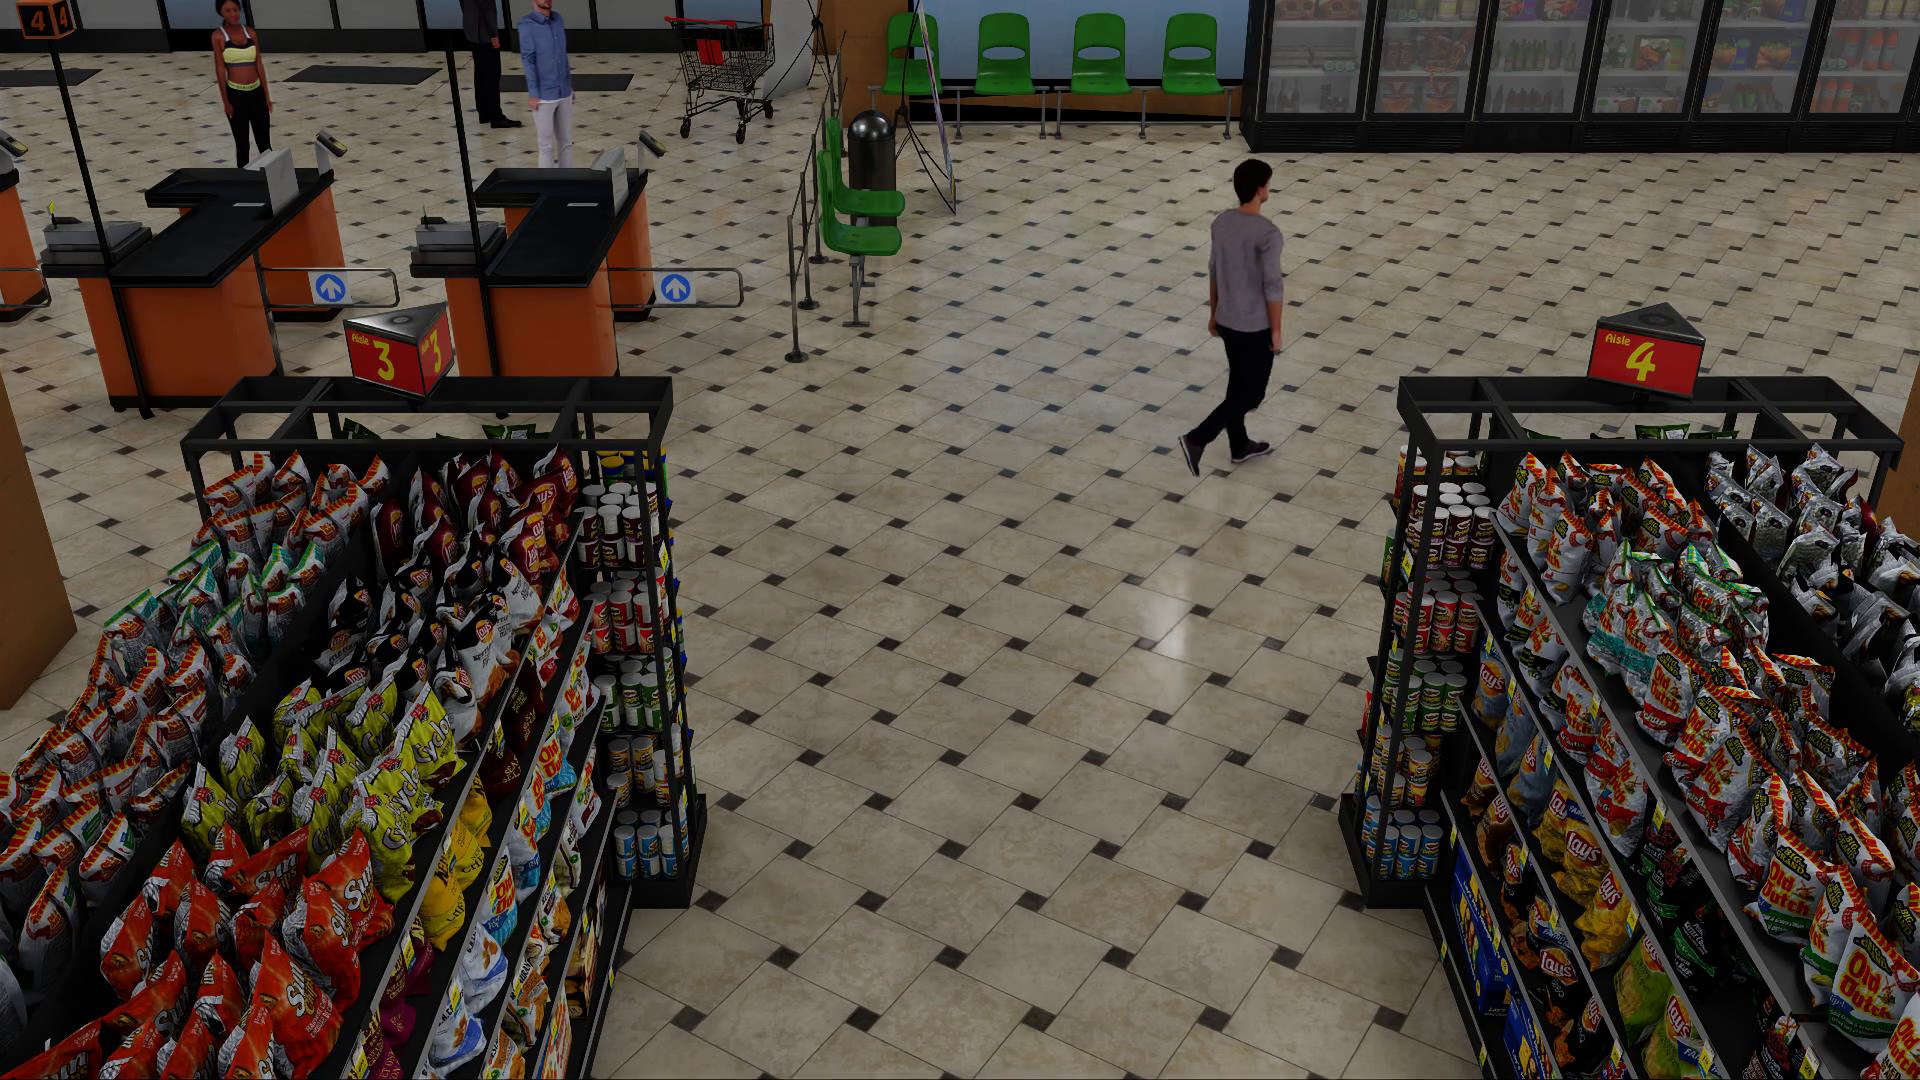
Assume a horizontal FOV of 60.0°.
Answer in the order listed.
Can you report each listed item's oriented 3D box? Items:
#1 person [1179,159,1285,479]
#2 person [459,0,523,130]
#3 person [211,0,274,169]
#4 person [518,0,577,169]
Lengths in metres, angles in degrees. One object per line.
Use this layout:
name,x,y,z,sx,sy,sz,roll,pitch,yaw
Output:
person,1.537,-1.202,9.345,1.034,1.826,1.062,-17,33,-28
person,-4.666,-4.986,16.258,0.863,1.842,0.775,-21,35,-34
person,-6.013,-3.699,13.991,0.639,1.755,0.695,-24,37,-37
person,-3.443,-3.775,13.993,0.797,1.887,0.693,18,33,29
